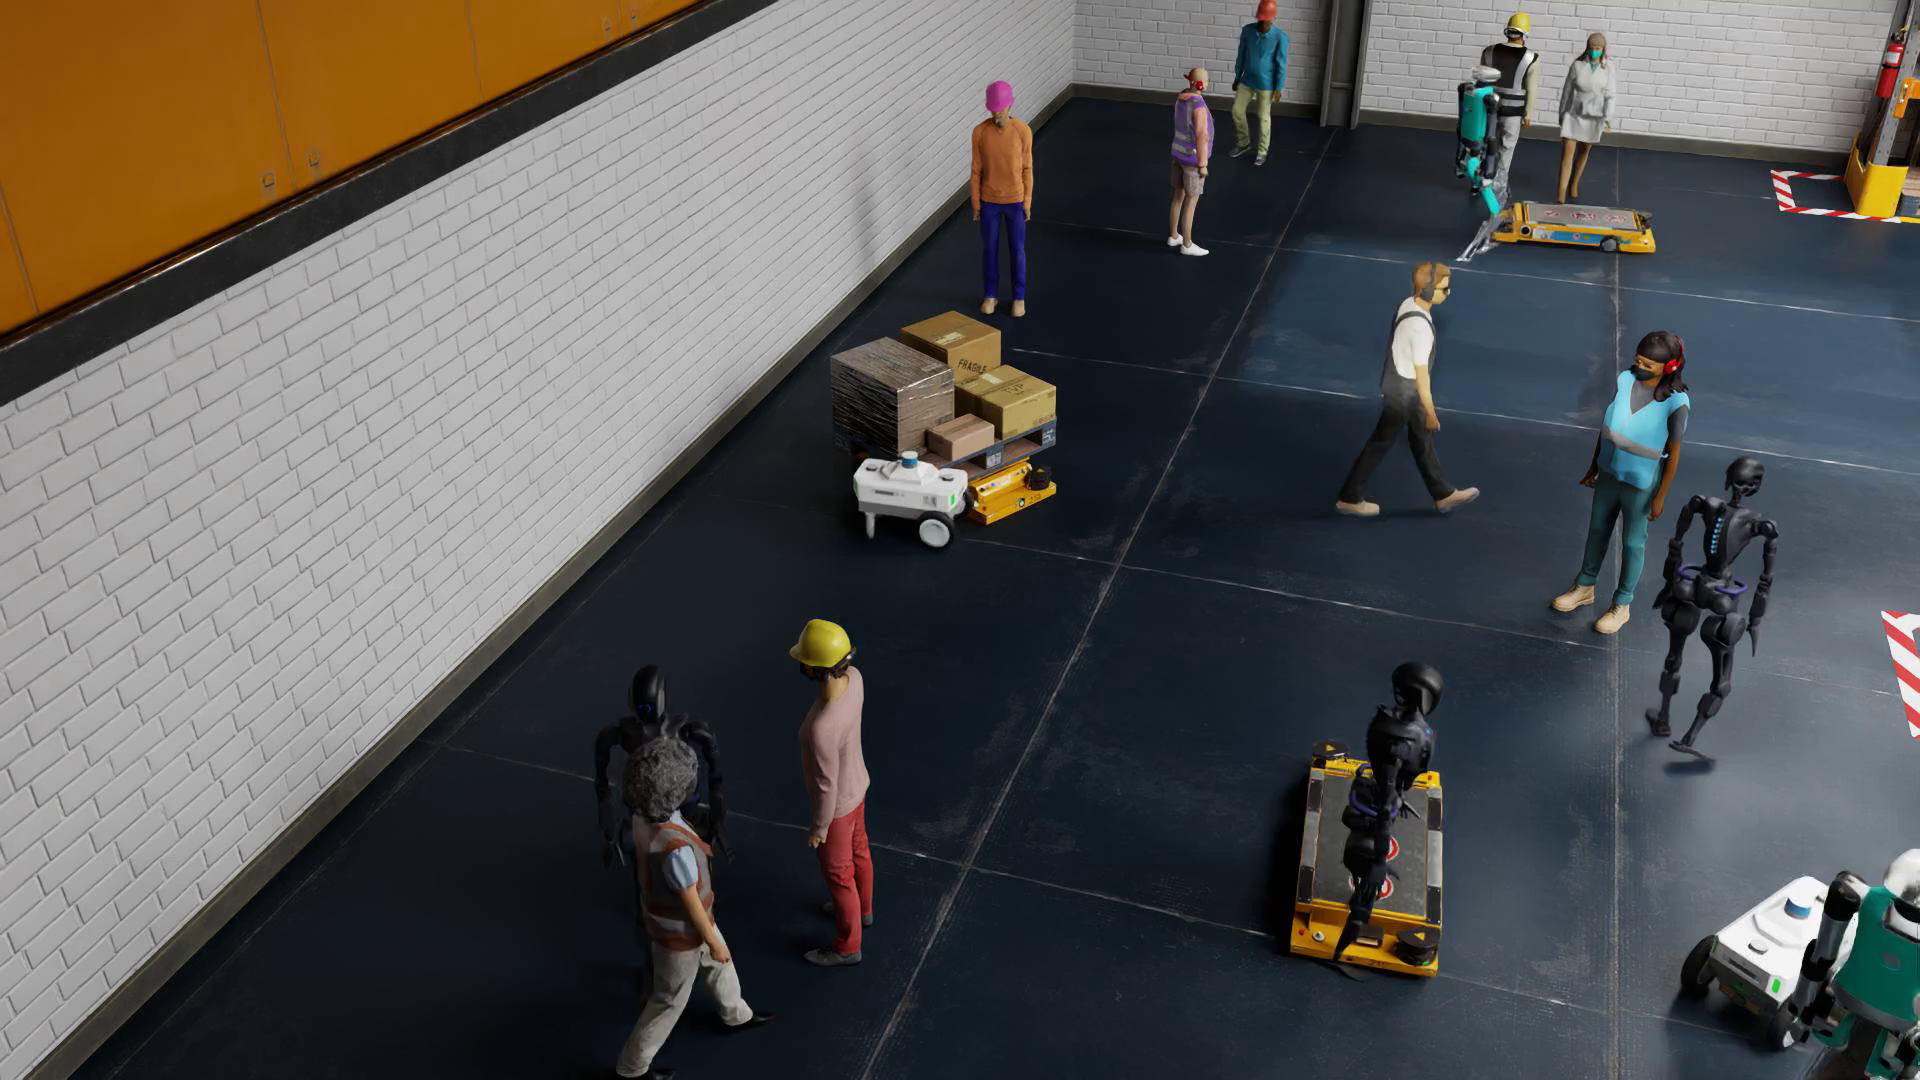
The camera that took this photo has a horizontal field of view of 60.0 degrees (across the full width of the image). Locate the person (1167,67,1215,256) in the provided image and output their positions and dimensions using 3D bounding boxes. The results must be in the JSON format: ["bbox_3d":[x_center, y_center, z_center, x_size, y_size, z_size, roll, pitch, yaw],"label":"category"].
[{"bbox_3d":[2.080,-3.421,15.035,0.349,1.691,0.492,-11,32,-18],"label":"person"}]

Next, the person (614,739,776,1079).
[{"bbox_3d":[-1.127,1.517,6.685,0.756,1.660,0.447,-12,32,-19],"label":"person"}]

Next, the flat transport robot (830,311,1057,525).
[{"bbox_3d":[-0.067,-0.537,11.539,0.659,0.231,1.431,-25,38,-35],"label":"flat transport robot"}]

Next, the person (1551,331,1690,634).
[{"bbox_3d":[3.875,-0.345,9.632,0.391,1.871,0.524,-19,35,-29],"label":"person"}]

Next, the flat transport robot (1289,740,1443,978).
[{"bbox_3d":[1.987,1.508,8.059,0.659,0.231,1.431,7,31,12],"label":"flat transport robot"}]

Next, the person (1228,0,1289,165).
[{"bbox_3d":[3.097,-4.766,17.284,0.579,1.731,0.405,23,37,33],"label":"person"}]

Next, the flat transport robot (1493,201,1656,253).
[{"bbox_3d":[5.759,-2.945,15.636,1.431,0.231,0.659,7,31,13],"label":"flat transport robot"}]

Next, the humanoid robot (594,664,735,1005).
[{"bbox_3d":[-1.288,1.200,7.267,0.584,1.652,0.727,-3,31,-5],"label":"humanoid robot"}]

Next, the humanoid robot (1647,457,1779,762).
[{"bbox_3d":[3.864,0.355,8.638,0.467,1.646,0.594,-24,38,-35],"label":"humanoid robot"}]

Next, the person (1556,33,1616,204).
[{"bbox_3d":[6.095,-4.084,16.215,0.494,1.635,0.731,6,31,10],"label":"person"}]

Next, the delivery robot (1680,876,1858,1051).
[{"bbox_3d":[3.576,1.809,7.281,0.782,0.611,0.520,-20,36,-30],"label":"delivery robot"}]

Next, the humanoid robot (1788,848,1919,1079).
[{"bbox_3d":[3.435,1.743,6.213,0.570,1.773,0.848,26,39,36],"label":"humanoid robot"}]

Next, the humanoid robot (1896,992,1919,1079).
[{"bbox_3d":[2.988,2.096,5.642,0.539,1.837,0.668,-18,35,-27],"label":"humanoid robot"}]

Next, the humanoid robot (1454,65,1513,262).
[{"bbox_3d":[4.803,-3.368,14.938,0.801,1.802,0.543,-10,32,-16],"label":"humanoid robot"}]

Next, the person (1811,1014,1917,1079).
[{"bbox_3d":[3.479,1.763,6.166,0.735,1.759,0.476,-10,32,-16],"label":"person"}]

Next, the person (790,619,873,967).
[{"bbox_3d":[-0.560,1.106,7.265,0.309,1.767,0.532,6,31,11],"label":"person"}]

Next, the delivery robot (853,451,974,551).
[{"bbox_3d":[-0.308,-0.296,10.829,0.747,0.576,0.514,8,31,13],"label":"delivery robot"}]

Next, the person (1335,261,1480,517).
[{"bbox_3d":[2.961,-0.928,10.693,0.965,1.788,0.534,4,31,7],"label":"person"}]

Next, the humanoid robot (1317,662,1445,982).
[{"bbox_3d":[1.797,1.209,7.192,0.374,1.643,0.601,11,32,18],"label":"humanoid robot"}]

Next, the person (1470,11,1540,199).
[{"bbox_3d":[5.337,-4.242,16.313,0.593,1.822,0.403,22,37,32],"label":"person"}]

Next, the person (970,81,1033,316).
[{"bbox_3d":[0.340,-2.816,13.743,0.519,1.972,0.404,4,31,6],"label":"person"}]
